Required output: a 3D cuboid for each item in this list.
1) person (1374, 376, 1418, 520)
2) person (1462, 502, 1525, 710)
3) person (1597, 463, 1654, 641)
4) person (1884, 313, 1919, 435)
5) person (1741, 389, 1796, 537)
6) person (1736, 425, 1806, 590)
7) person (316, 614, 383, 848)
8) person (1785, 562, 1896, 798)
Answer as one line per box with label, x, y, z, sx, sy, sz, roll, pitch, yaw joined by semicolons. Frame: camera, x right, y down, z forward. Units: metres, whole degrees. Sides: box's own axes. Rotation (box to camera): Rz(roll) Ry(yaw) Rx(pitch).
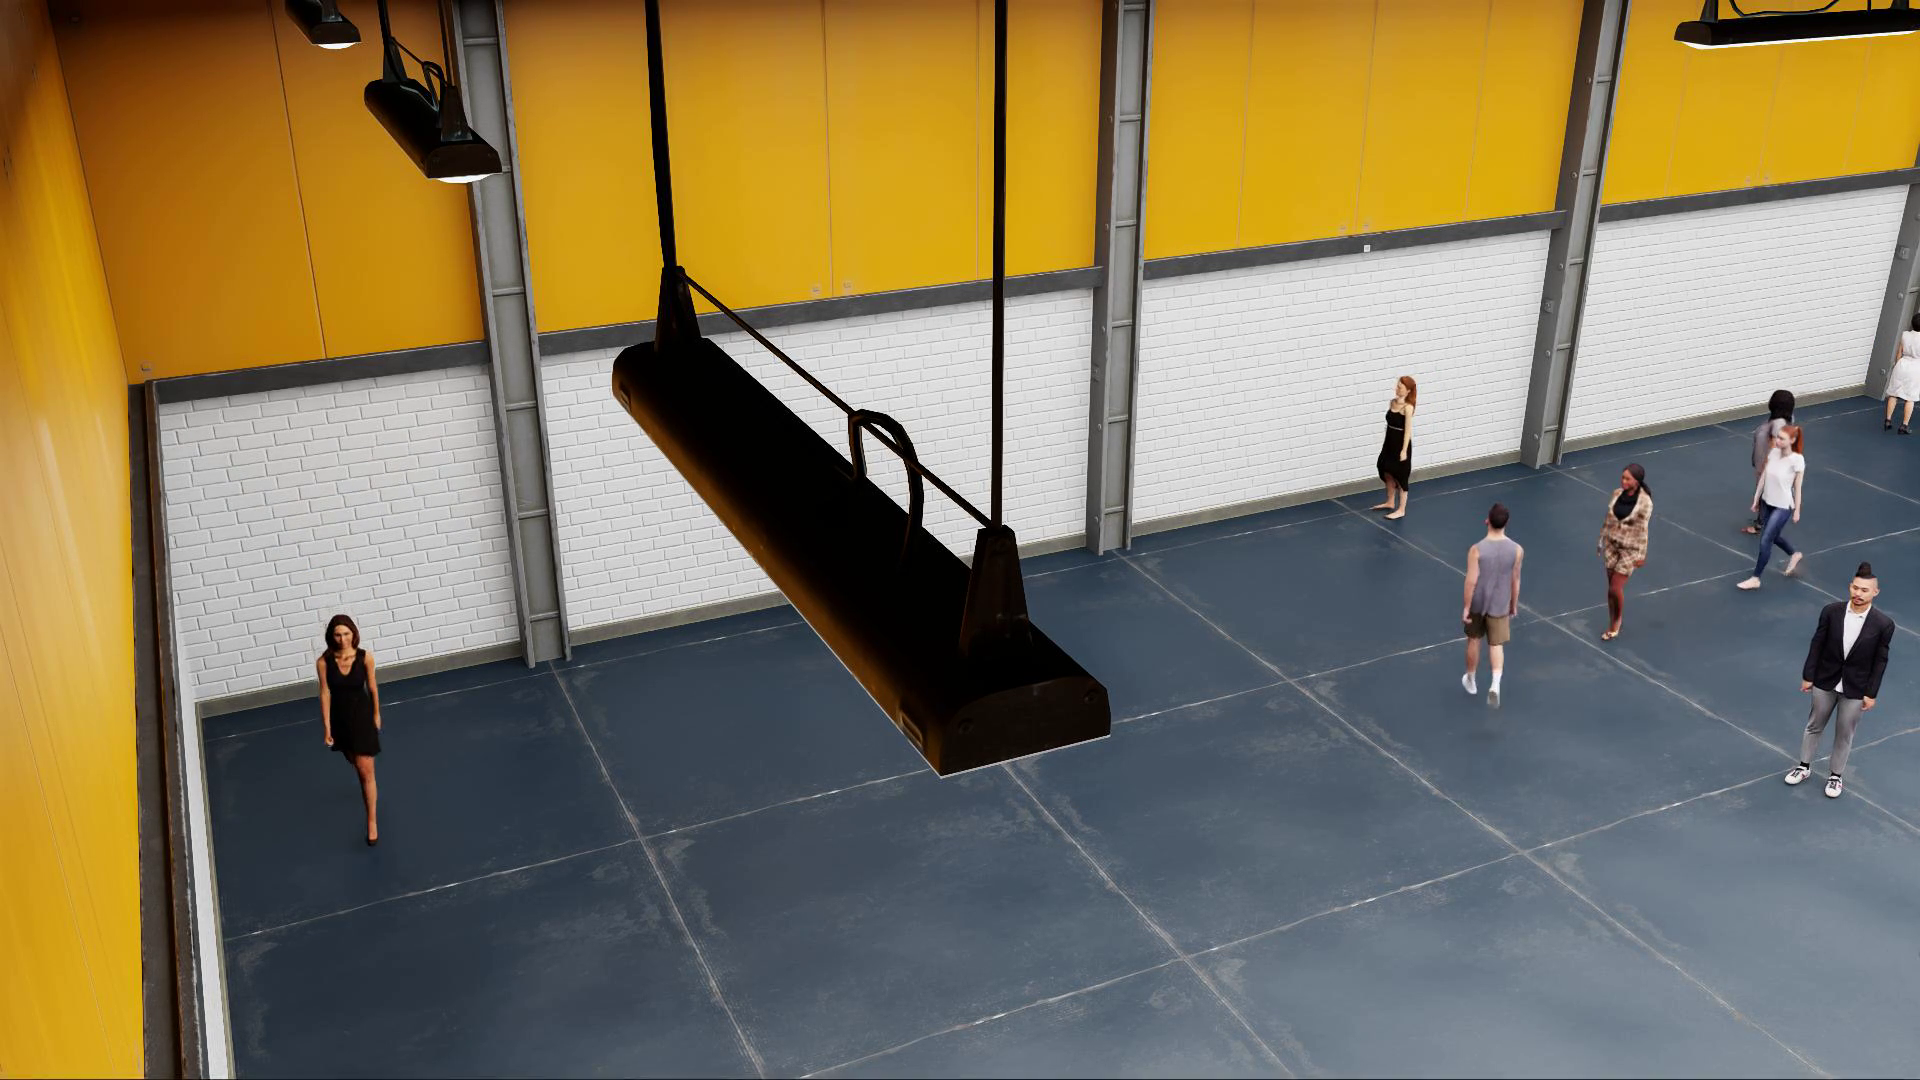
person;4.840;-1.041;18.348;0.587;1.624;0.609;-7;24;-15
person;4.512;0.583;14.144;1.065;1.831;1.043;3;24;6
person;6.236;0.109;15.520;0.623;1.781;0.615;-13;27;-28
person;11.898;-2.096;20.846;0.555;1.556;0.585;-15;28;-30
person;8.765;-0.849;17.926;0.811;1.610;0.733;17;29;34
person;8.250;-0.326;16.613;1.106;1.704;0.675;-7;25;-15
person;-4.603;1.379;12.599;1.113;1.794;0.755;-7;24;-15
person;6.948;1.083;13.082;0.795;1.950;0.759;19;30;36
